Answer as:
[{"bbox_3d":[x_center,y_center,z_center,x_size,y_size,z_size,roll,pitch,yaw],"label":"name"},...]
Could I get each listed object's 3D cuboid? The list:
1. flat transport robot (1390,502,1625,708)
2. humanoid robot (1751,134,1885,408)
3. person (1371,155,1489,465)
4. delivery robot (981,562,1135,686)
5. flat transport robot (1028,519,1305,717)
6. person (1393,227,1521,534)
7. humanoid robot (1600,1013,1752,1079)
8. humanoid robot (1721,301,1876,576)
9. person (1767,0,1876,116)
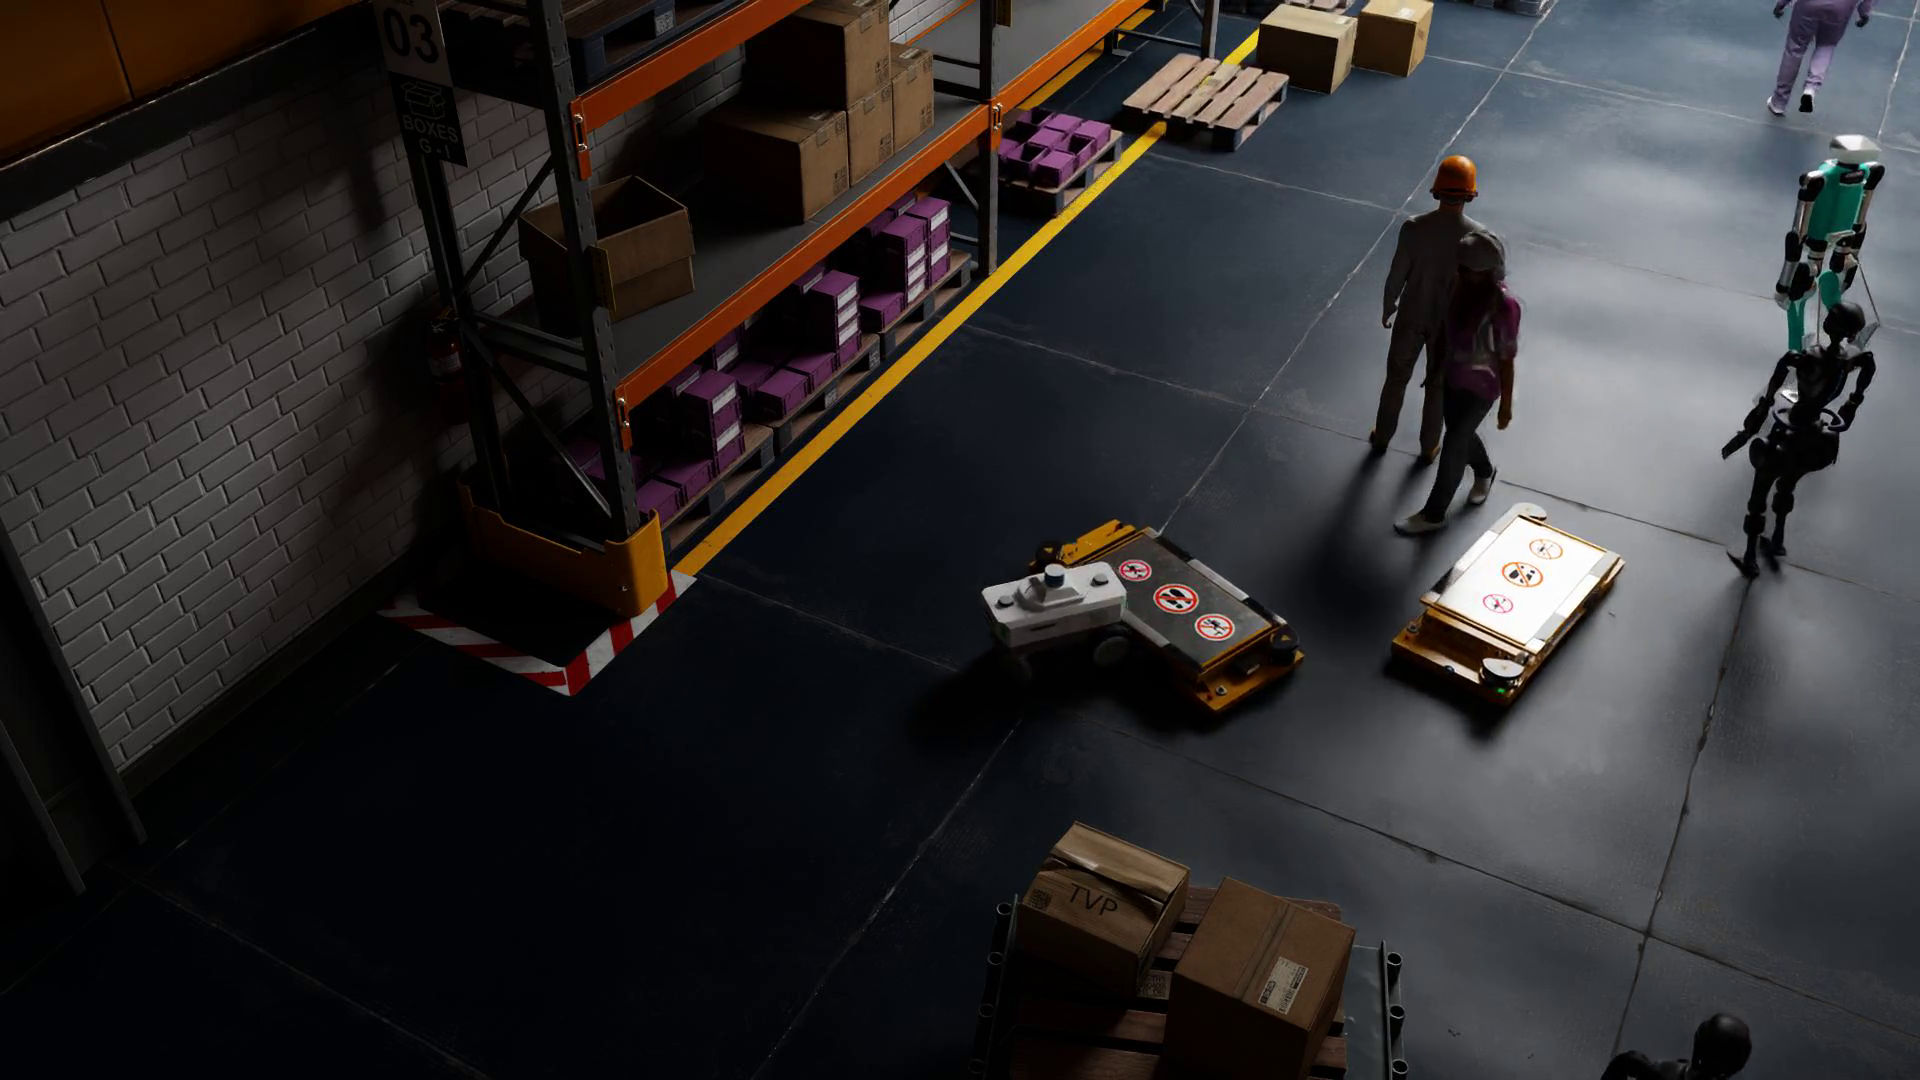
[{"bbox_3d":[2.935,0.311,8.831,0.659,0.231,1.431,28,46,30],"label":"flat transport robot"},{"bbox_3d":[5.198,-1.430,9.878,0.535,1.831,0.748,-12,40,-14],"label":"humanoid robot"},{"bbox_3d":[2.713,-1.310,9.567,0.567,1.889,0.391,14,41,17],"label":"person"},{"bbox_3d":[0.501,0.377,8.516,0.763,0.591,0.508,-12,40,-15],"label":"delivery robot"},{"bbox_3d":[1.068,0.353,8.779,0.659,0.231,1.431,-26,46,-29],"label":"flat transport robot"},{"bbox_3d":[2.832,-0.879,9.090,0.778,1.809,0.585,-17,42,-20],"label":"person"},{"bbox_3d":[2.242,2.132,5.446,0.587,1.651,0.471,17,42,21],"label":"humanoid robot"},{"bbox_3d":[4.379,-0.543,8.768,0.601,1.657,0.363,-2,39,-3],"label":"humanoid robot"},{"bbox_3d":[6.911,-4.304,13.303,0.720,1.886,0.471,11,40,14],"label":"person"}]
